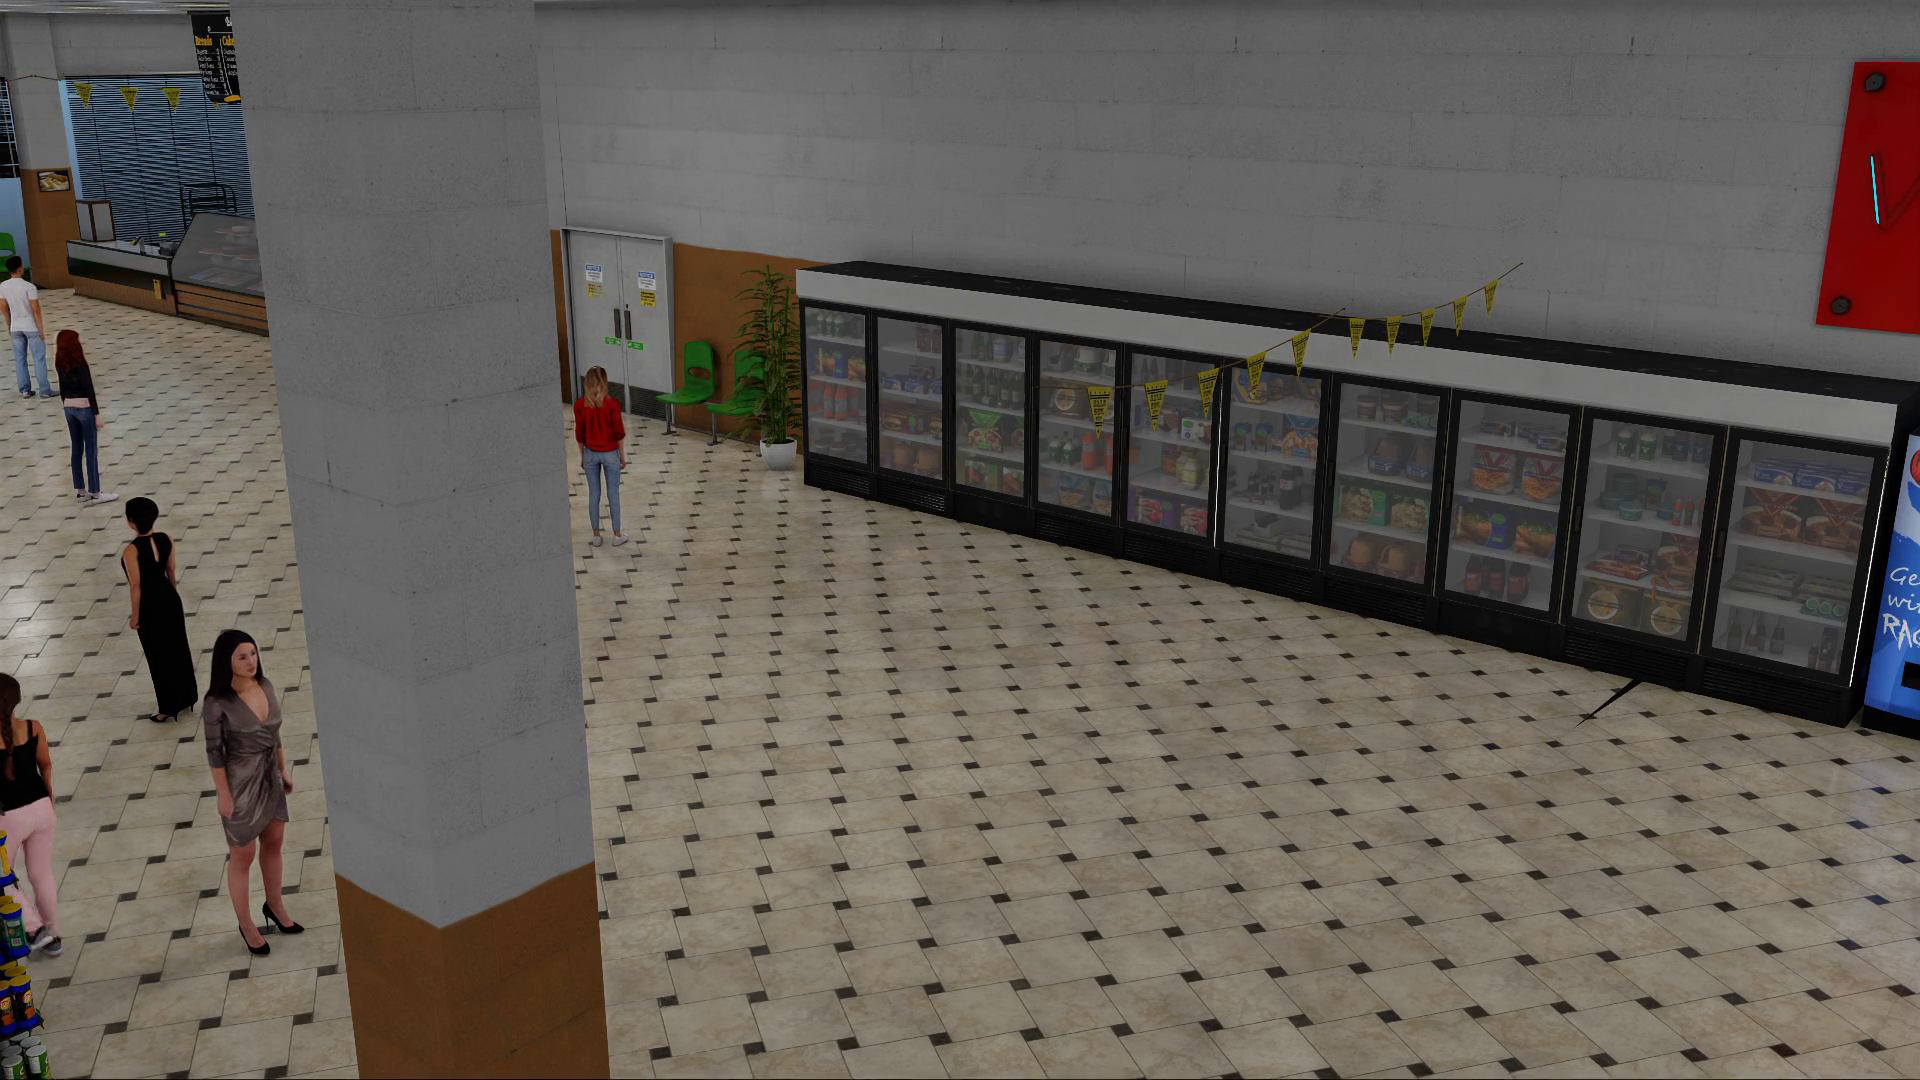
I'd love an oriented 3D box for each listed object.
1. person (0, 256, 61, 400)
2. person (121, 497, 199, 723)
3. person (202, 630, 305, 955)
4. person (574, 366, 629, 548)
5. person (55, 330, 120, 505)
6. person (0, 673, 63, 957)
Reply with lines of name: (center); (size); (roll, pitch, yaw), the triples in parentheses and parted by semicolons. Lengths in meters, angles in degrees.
person: (-12.269, -2.787, 21.829); (0.760, 1.865, 0.778); (1, 17, 5)
person: (-5.560, 0.480, 11.524); (0.707, 1.602, 0.577); (5, 18, 17)
person: (-3.674, 1.287, 8.619); (0.704, 1.746, 0.540); (8, 19, 24)
person: (-3.343, -0.780, 15.498); (0.682, 1.705, 0.715); (0, 17, 1)
person: (-8.956, -1.262, 16.944); (0.628, 1.787, 0.592); (8, 19, 25)
person: (-4.743, 1.437, 8.460); (0.620, 1.550, 0.559); (11, 20, 33)
